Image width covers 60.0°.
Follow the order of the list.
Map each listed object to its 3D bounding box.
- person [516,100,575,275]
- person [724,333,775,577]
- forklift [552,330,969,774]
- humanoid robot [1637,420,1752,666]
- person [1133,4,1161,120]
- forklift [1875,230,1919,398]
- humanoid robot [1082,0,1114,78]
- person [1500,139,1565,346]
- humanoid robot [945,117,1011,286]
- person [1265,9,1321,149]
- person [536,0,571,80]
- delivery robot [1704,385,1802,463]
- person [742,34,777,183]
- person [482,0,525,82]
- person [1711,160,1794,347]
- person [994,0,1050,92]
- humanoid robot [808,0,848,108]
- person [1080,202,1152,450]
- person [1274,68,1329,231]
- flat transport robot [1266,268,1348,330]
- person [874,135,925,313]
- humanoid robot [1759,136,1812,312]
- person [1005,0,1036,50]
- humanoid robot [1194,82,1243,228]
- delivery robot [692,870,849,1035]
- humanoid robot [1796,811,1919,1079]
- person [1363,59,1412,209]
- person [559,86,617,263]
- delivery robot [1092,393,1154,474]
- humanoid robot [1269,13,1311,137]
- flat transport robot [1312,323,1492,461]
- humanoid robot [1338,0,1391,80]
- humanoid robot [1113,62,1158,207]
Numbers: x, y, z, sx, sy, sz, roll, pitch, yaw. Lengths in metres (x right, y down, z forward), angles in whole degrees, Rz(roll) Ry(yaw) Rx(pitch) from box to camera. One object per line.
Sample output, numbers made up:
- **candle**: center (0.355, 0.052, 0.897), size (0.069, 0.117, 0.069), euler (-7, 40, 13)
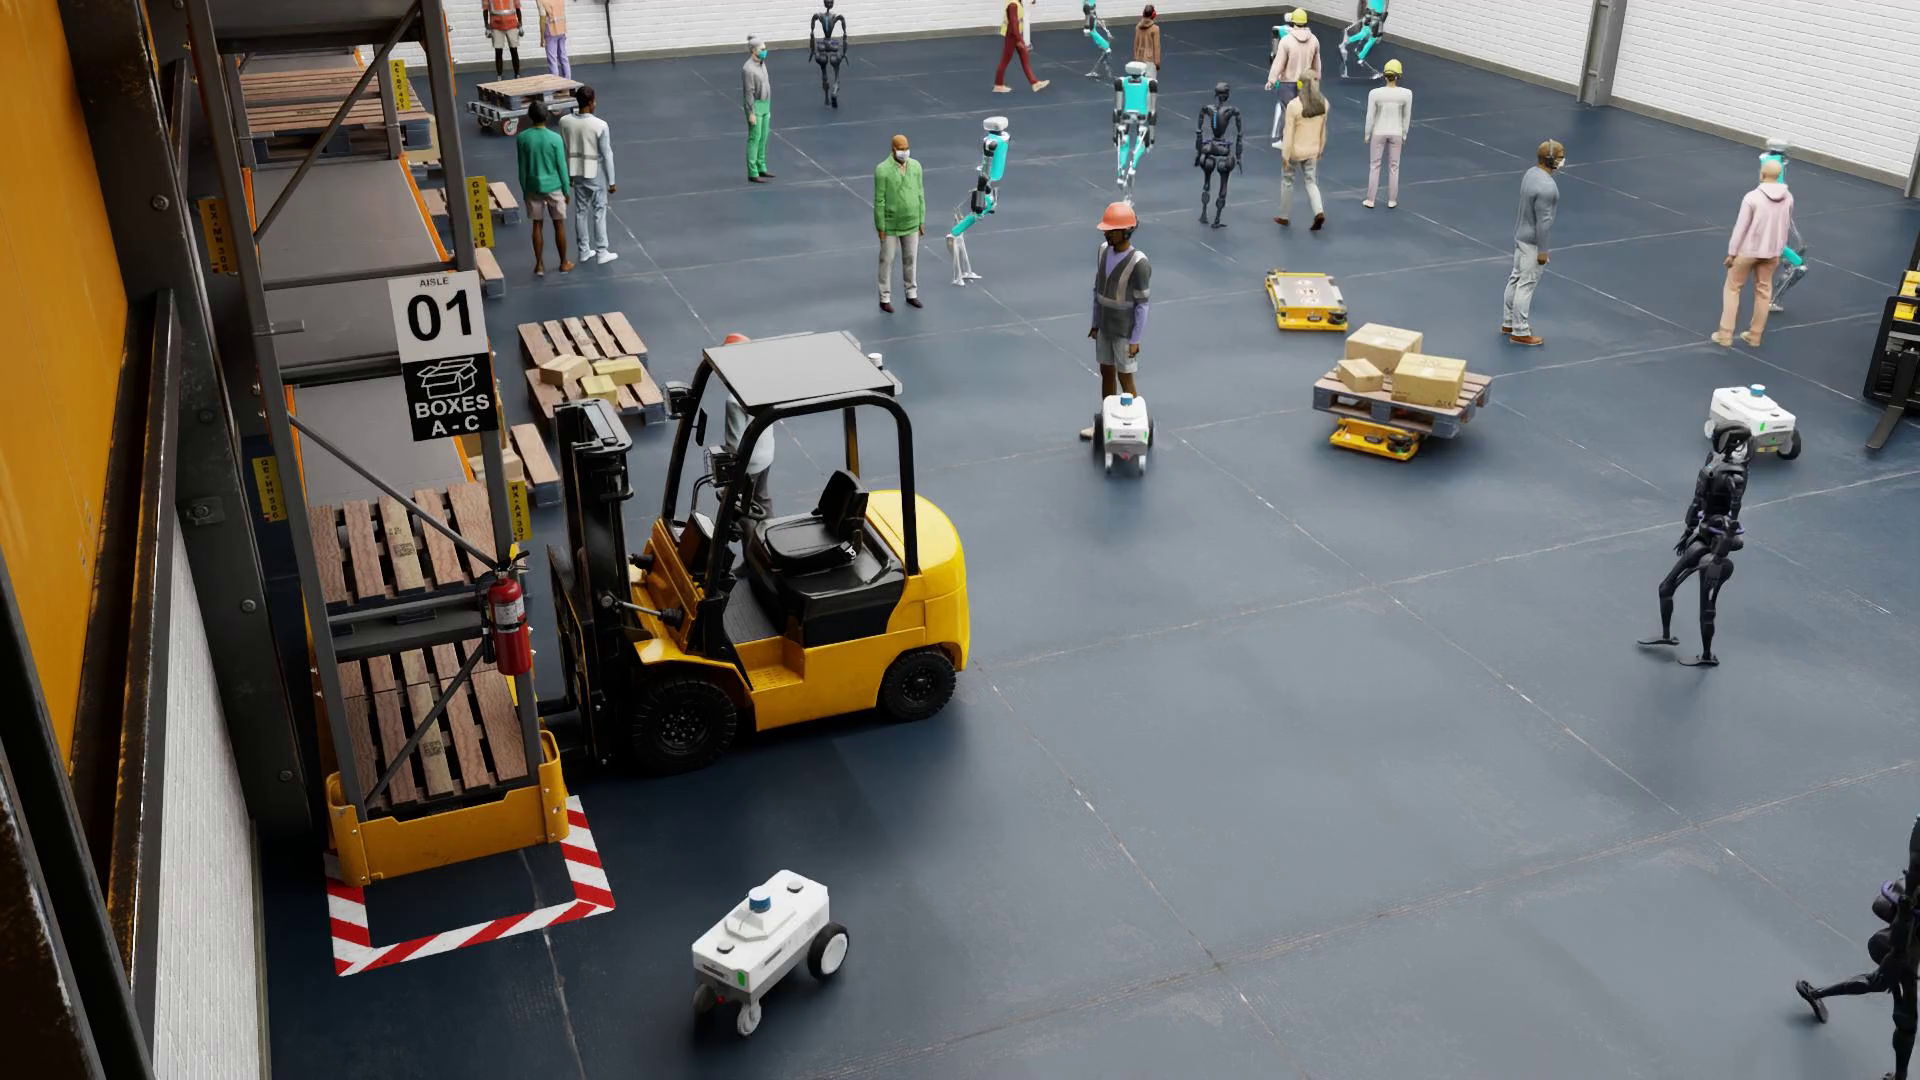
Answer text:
- **person**: center (-4.395, -3.712, 17.625), size (0.516, 1.853, 0.431), euler (-1, 27, -2)
- **person**: center (-1.475, -0.589, 11.524), size (0.351, 1.737, 0.571), euler (9, 28, 17)
- **forklift**: center (-1.094, 0.010, 9.831), size (2.313, 2.155, 1.214), euler (-10, 28, -20)
- **humanoid robot**: center (4.639, 0.037, 10.348), size (0.458, 1.652, 0.593), euler (1, 27, 2)
- **person**: center (2.727, -7.008, 24.395), size (0.462, 1.648, 0.327), euler (23, 35, 38)
- **forklift**: center (9.029, -2.397, 14.618), size (1.214, 2.155, 2.313), euler (18, 32, 32)
- **humanoid robot**: center (2.291, -8.317, 27.019), size (0.713, 1.904, 0.541), euler (6, 27, 11)
- **person**: center (5.425, -2.818, 15.735), size (0.377, 1.940, 0.627), euler (1, 27, 2)
- **humanoid robot**: center (0.116, -3.556, 17.437), size (0.801, 1.770, 0.551), euler (10, 28, 19)
- **person**: center (4.569, -6.269, 22.676), size (0.800, 1.868, 0.409), euler (-9, 28, -18)
- **person**: center (-6.300, -7.850, 25.859), size (0.380, 1.837, 0.562), euler (14, 30, 26)
- **delivery robot**: center (6.475, -0.974, 13.593), size (0.499, 0.582, 0.764), euler (-5, 27, -10)
- **person**: center (-2.572, -5.498, 21.171), size (0.325, 1.842, 0.523), euler (8, 28, 16)
- **person**: center (-7.201, -8.118, 26.249), size (0.612, 1.961, 0.363), euler (-8, 28, -15)
- **person**: center (7.495, -2.671, 15.642), size (0.536, 1.771, 0.425), euler (-3, 27, -7)
- **person**: center (0.943, -7.848, 25.971), size (0.915, 1.723, 0.500), euler (7, 28, 14)
- **humanoid robot**: center (-2.001, -7.369, 25.100), size (0.615, 1.639, 0.637), euler (1, 27, 1)
- **person**: center (1.253, -1.719, 13.436), size (0.372, 2.043, 0.610), euler (-17, 31, -30)
- **person**: center (3.964, -4.470, 19.128), size (0.567, 1.853, 0.797), euler (-8, 28, -15)
- **flat transport robot**: center (3.497, -2.434, 16.828), size (0.659, 0.231, 1.431), euler (2, 27, 3)
- **person**: center (-0.604, -3.163, 16.608), size (0.539, 1.776, 0.388), euler (-13, 29, -24)
- **humanoid robot**: center (8.174, -3.077, 16.485), size (0.736, 1.778, 0.533), euler (15, 30, 27)
- **person**: center (1.057, -9.594, 29.274), size (0.579, 1.882, 0.340), euler (6, 27, 13)
- **humanoid robot**: center (2.999, -4.464, 19.296), size (0.610, 1.648, 0.307), euler (14, 30, 26)
- **delivery robot**: center (-0.934, 1.907, 7.866), size (0.499, 0.585, 0.765), euler (16, 31, 29)
- **humanoid robot**: center (4.110, 1.640, 7.223), size (0.589, 1.656, 0.750), euler (-18, 32, -32)
- **person**: center (5.130, -4.876, 20.024), size (0.523, 1.763, 0.326), euler (3, 27, 6)
- **person**: center (-4.011, -3.942, 18.010), size (0.602, 1.906, 0.414), euler (9, 28, 17)
- **delivery robot**: center (1.335, -0.905, 13.454), size (0.499, 0.581, 0.767), euler (1, 27, 2)
- **humanoid robot**: center (4.607, -6.481, 23.267), size (0.537, 1.803, 0.762), euler (8, 28, 16)
- **flat transport robot**: center (3.715, -1.045, 14.066), size (0.659, 0.231, 1.431), euler (16, 31, 29)
- **humanoid robot**: center (6.431, -8.147, 26.623), size (1.055, 1.755, 0.545), euler (-12, 29, -22)
- **humanoid robot**: center (2.033, -4.762, 19.809), size (0.542, 1.738, 0.969), euler (9, 28, 18)
